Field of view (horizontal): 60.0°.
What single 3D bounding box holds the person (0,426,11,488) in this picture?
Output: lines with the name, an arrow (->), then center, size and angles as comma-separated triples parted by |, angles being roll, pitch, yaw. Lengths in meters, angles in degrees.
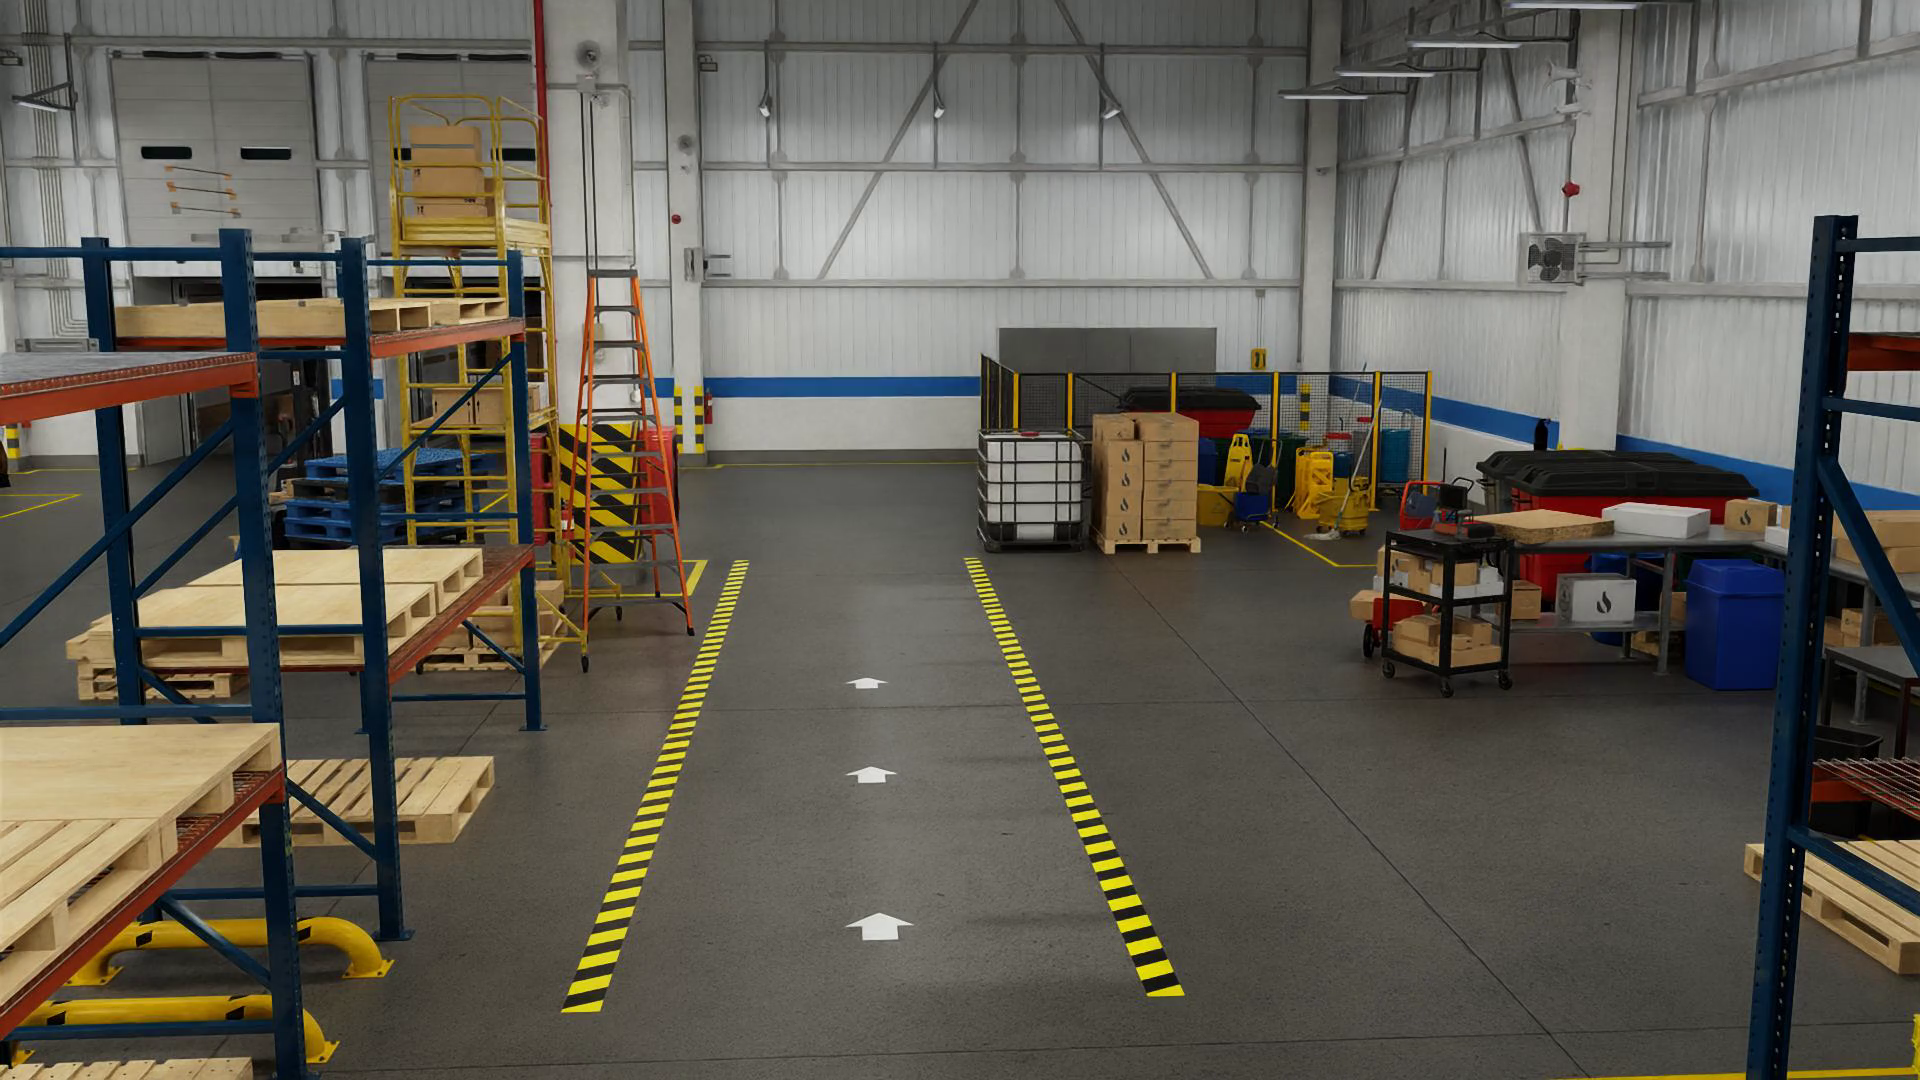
person -> -13.161, -1.662, 22.549 | 0.389, 1.930, 0.544 | -8, 12, -41

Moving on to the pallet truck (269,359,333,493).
pallet truck -> -7.062, -1.131, 18.996 | 1.885, 1.965, 0.823 | 2, 9, 13
